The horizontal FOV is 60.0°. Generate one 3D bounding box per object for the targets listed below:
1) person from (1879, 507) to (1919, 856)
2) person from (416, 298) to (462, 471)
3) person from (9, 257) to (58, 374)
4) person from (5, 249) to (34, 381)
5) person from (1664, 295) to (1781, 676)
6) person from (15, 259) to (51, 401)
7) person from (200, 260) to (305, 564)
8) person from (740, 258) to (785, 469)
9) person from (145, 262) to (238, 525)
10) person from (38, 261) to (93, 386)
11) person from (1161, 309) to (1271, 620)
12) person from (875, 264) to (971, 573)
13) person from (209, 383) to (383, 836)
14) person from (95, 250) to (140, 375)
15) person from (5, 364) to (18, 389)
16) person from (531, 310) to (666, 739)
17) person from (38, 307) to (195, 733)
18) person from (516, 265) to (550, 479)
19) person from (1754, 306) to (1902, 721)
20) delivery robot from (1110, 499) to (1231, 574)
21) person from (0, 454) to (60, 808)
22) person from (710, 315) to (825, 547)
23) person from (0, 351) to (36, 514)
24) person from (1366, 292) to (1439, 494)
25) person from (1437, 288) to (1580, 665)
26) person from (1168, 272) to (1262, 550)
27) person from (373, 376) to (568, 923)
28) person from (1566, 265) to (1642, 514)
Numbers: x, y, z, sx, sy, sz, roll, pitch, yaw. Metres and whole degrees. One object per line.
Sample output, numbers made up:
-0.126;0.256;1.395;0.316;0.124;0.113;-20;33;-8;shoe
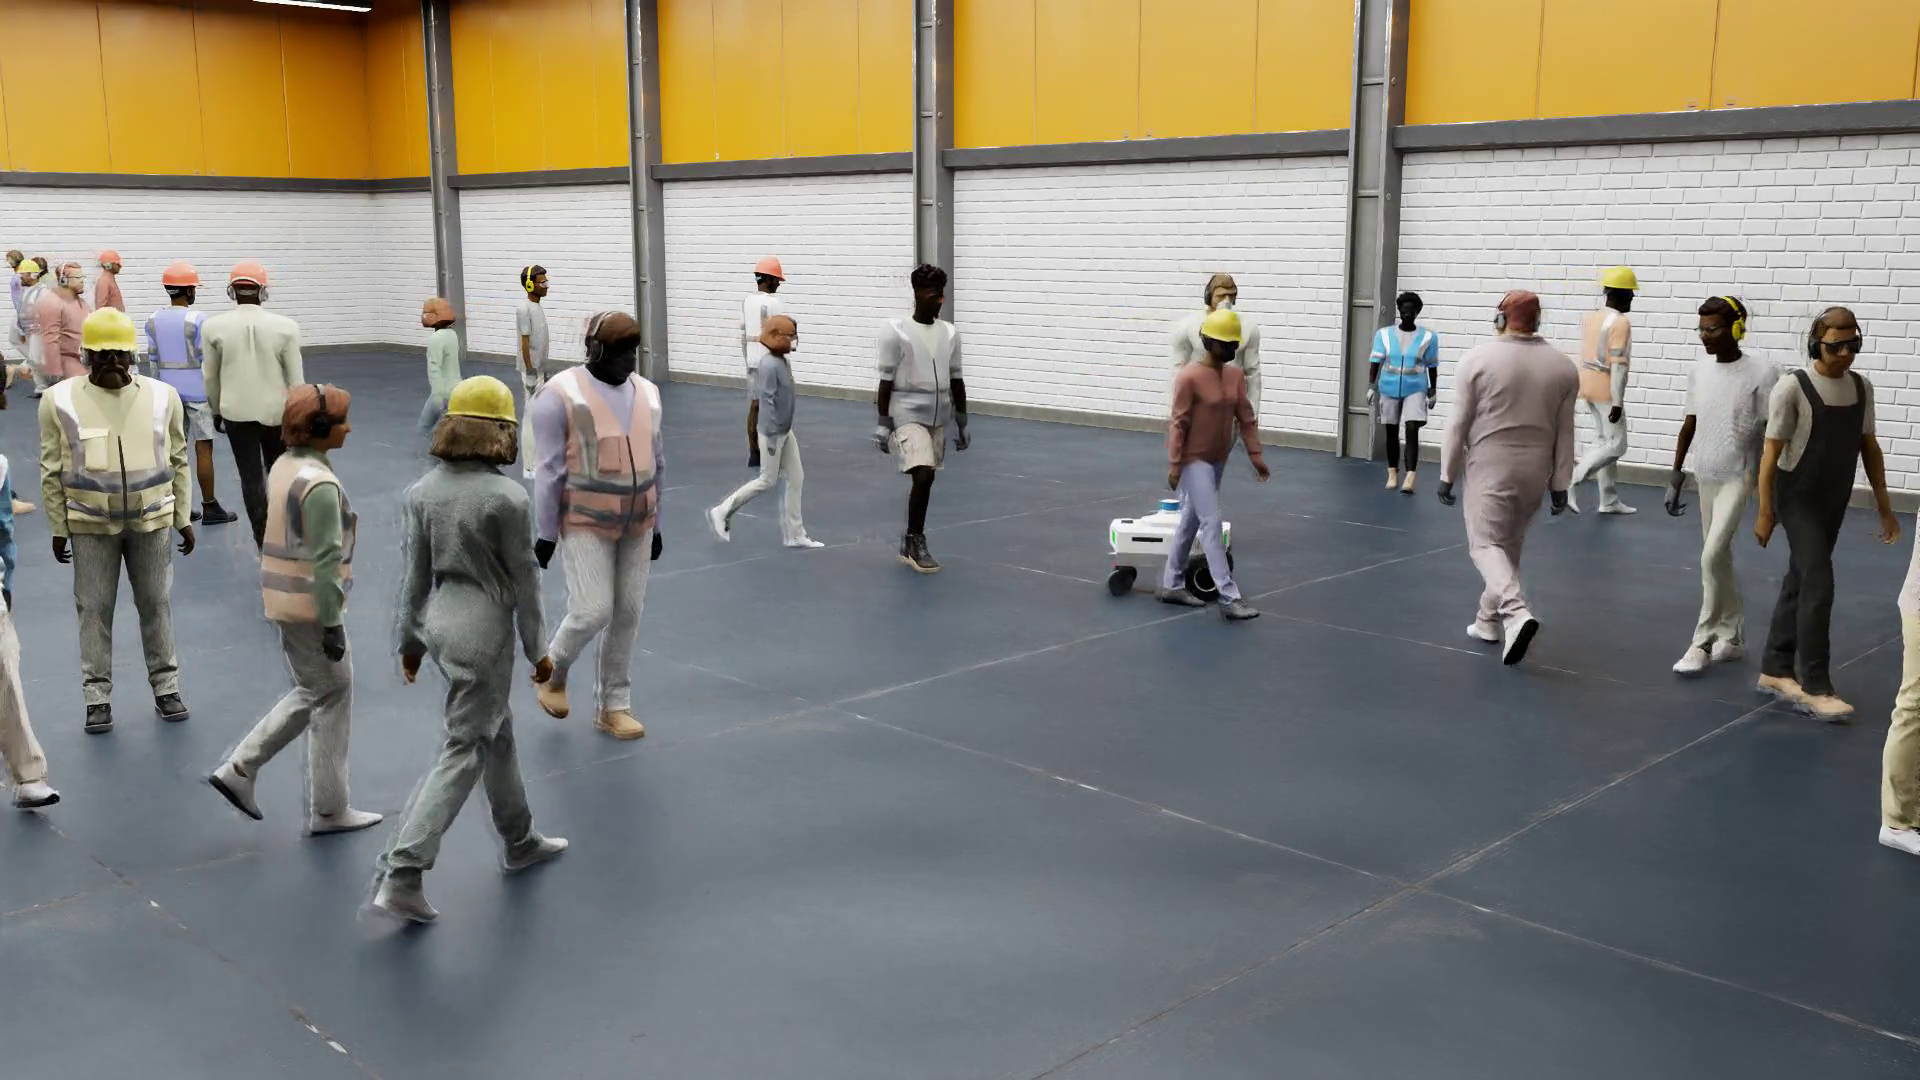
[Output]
3.421;0.271;5.774;0.284;1.633;0.501;8;13;38;person
-4.349;-1.191;13.798;0.565;1.613;0.520;1;10;6;person
-13.933;-3.370;25.210;0.948;1.788;0.648;-8;13;-38;person
-13.700;-3.275;24.315;0.472;1.922;0.650;-6;12;-30;person
3.658;-0.257;8.100;0.787;1.832;0.549;-5;12;-26;person
-11.937;-2.707;21.502;0.594;1.818;0.424;9;13;39;person
-4.622;-0.836;10.907;0.608;1.962;0.610;-6;12;-28;person
-1.768;-1.614;15.260;0.384;1.927;0.543;-10;14;-43;person
-5.677;-1.070;12.260;0.544;1.939;0.354;2;11;12;person
-7.875;-1.541;14.936;0.508;1.892;0.671;-1;10;-3;person
1.453;-0.419;9.280;0.547;1.712;0.865;-10;15;-44;person
-0.188;-0.759;10.526;0.628;1.941;0.672;-8;13;-37;person
-2.348;0.262;5.854;0.486;1.618;0.550;-8;13;-38;person
-11.486;-2.908;22.440;1.058;1.890;0.632;-4;11;-20;person
-13.258;-2.967;22.388;0.800;2.022;0.611;-7;12;-32;person
-1.524;-0.063;7.086;0.508;1.822;0.643;9;14;41;person
-3.637;-0.090;7.216;0.588;1.829;0.403;-7;12;-33;person
-3.721;-1.471;14.626;0.329;1.874;0.518;0;10;0;person
3.885;-0.116;7.377;0.544;1.815;0.756;-4;11;-22;person
1.253;0.002;9.933;0.707;0.478;0.477;2;11;11;delivery robot
-3.655;0.232;6.081;0.837;1.597;0.508;9;14;41;person
-1.324;-0.728;11.324;0.716;1.607;0.520;2;11;10;person
-7.672;-1.222;12.806;1.004;2.000;0.687;1;10;6;person
3.640;-1.203;13.730;0.550;1.664;0.817;4;11;23;person
2.793;-0.323;8.391;0.672;1.872;0.892;-2;11;-9;person
1.775;-0.927;11.650;0.633;1.889;1.024;-2;11;-12;person
-1.591;0.332;5.285;0.485;1.689;0.854;7;13;34;person
4.873;-1.116;12.594;0.680;1.910;0.608;-1;10;-3;person
